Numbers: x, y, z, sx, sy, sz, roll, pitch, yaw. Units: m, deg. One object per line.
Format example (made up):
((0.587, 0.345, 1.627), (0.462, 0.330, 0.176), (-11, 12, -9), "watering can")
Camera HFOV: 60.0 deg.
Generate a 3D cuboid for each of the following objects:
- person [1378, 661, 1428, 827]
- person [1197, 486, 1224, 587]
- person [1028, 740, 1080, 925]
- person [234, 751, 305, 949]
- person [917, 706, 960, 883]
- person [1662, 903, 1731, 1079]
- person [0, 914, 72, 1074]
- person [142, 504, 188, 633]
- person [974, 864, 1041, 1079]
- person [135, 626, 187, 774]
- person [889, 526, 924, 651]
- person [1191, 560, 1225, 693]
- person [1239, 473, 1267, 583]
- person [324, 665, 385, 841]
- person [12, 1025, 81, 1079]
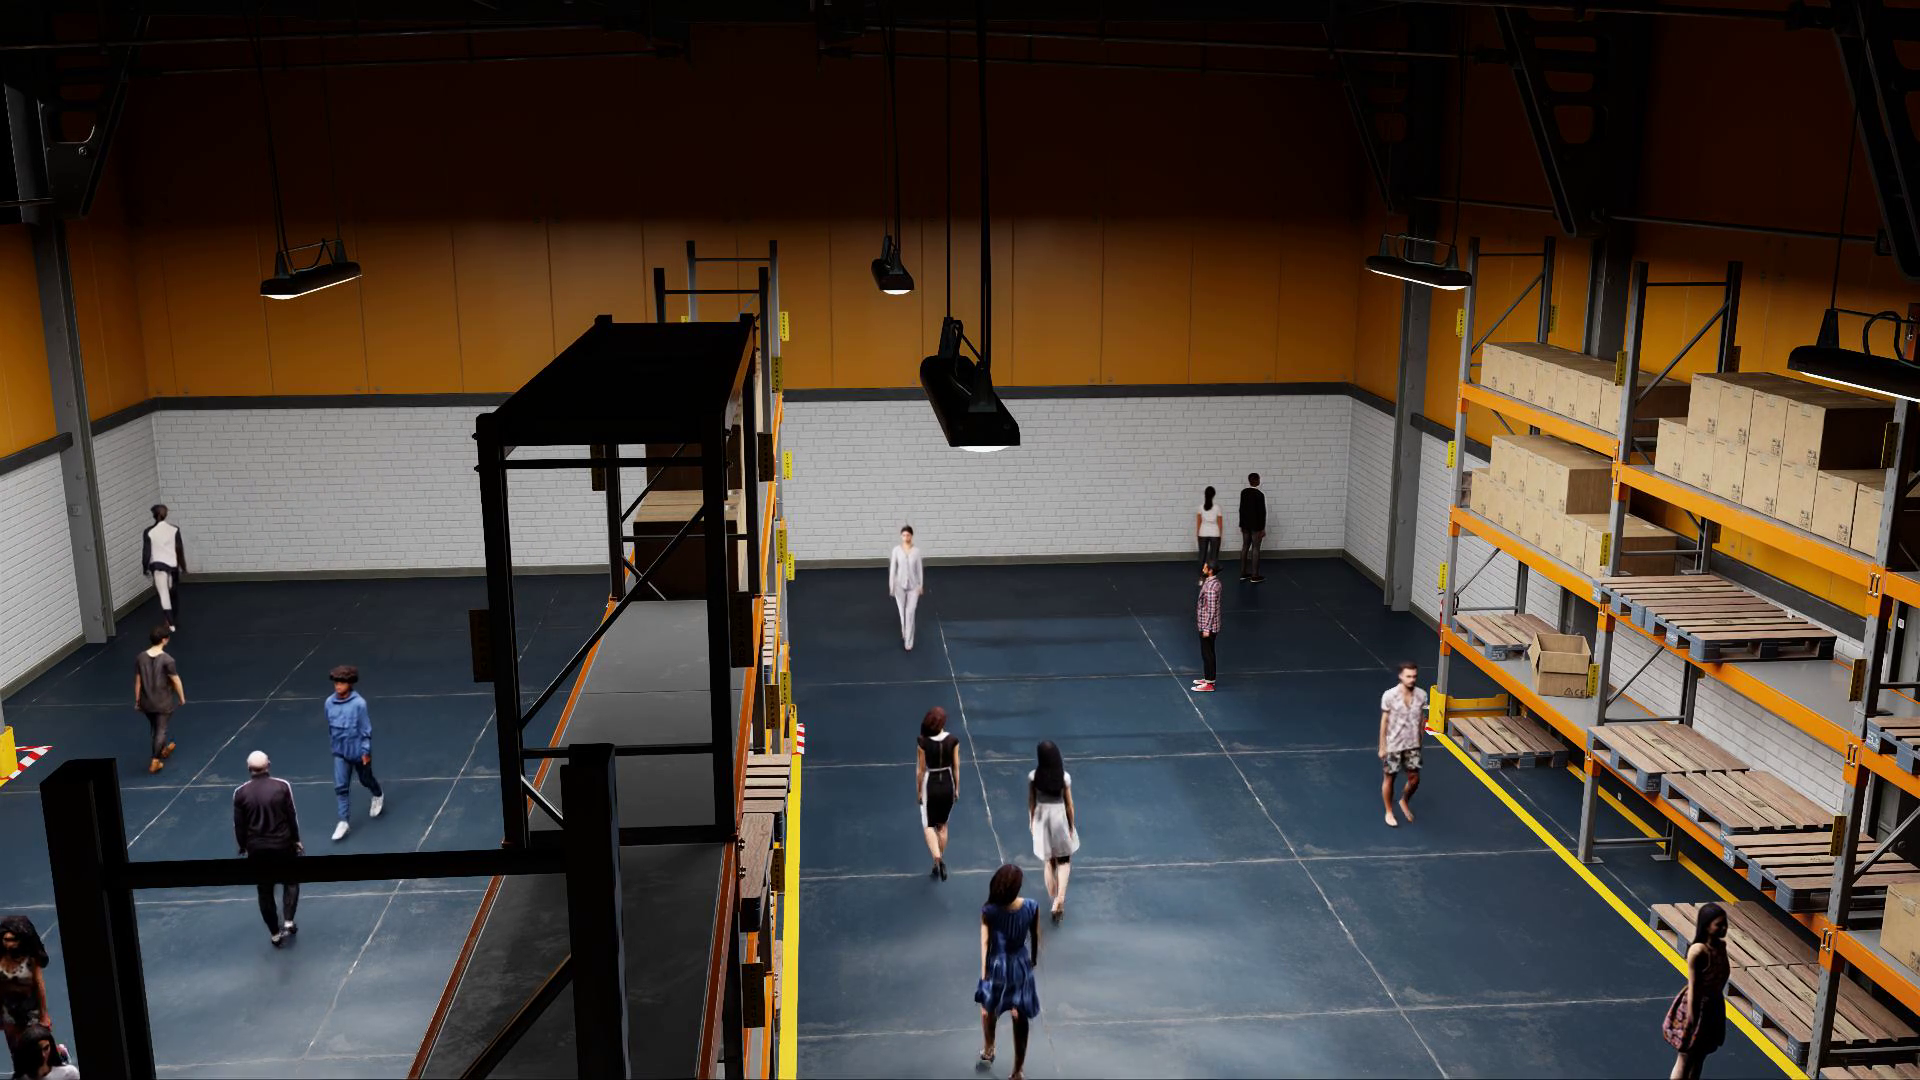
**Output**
((4.644, 2.117, 17.656), (0.686, 1.805, 0.632), (-1, 14, -2), "person")
((4.053, -0.070, 27.023), (0.631, 1.647, 0.625), (3, 14, 13), "person")
((0.823, 2.721, 15.272), (0.710, 1.752, 0.808), (3, 14, 10), "person")
((-6.149, 2.793, 14.827), (0.777, 1.821, 0.721), (-5, 14, -19), "person")
((-0.191, 2.505, 16.099), (0.675, 1.783, 0.943), (-3, 14, -14), "person")
((5.396, 3.474, 12.118), (0.797, 1.773, 0.837), (-10, 17, -36), "person")
((-6.902, 3.502, 12.383), (0.596, 1.595, 0.826), (0, 14, 1), "person")
((-11.696, 0.435, 24.493), (1.072, 1.856, 1.220), (-10, 17, -36), "person")
((0.389, 3.352, 12.597), (0.706, 1.784, 0.873), (-3, 14, -13), "person")
((-9.233, 1.847, 19.026), (0.754, 1.684, 0.962), (1, 14, 3), "person")
((-0.767, 0.663, 23.832), (0.693, 1.724, 1.115), (0, 14, 1), "person")
((3.272, 1.110, 21.906), (0.822, 1.761, 0.636), (3, 14, 11), "person")
((4.797, -0.220, 27.317), (0.809, 1.799, 0.699), (-10, 17, -36), "person")
((-6.352, 2.172, 17.482), (0.867, 1.779, 1.212), (2, 14, 8), "person")
((-5.748, 3.873, 10.469), (0.654, 1.773, 0.691), (-13, 19, -42), "person")
